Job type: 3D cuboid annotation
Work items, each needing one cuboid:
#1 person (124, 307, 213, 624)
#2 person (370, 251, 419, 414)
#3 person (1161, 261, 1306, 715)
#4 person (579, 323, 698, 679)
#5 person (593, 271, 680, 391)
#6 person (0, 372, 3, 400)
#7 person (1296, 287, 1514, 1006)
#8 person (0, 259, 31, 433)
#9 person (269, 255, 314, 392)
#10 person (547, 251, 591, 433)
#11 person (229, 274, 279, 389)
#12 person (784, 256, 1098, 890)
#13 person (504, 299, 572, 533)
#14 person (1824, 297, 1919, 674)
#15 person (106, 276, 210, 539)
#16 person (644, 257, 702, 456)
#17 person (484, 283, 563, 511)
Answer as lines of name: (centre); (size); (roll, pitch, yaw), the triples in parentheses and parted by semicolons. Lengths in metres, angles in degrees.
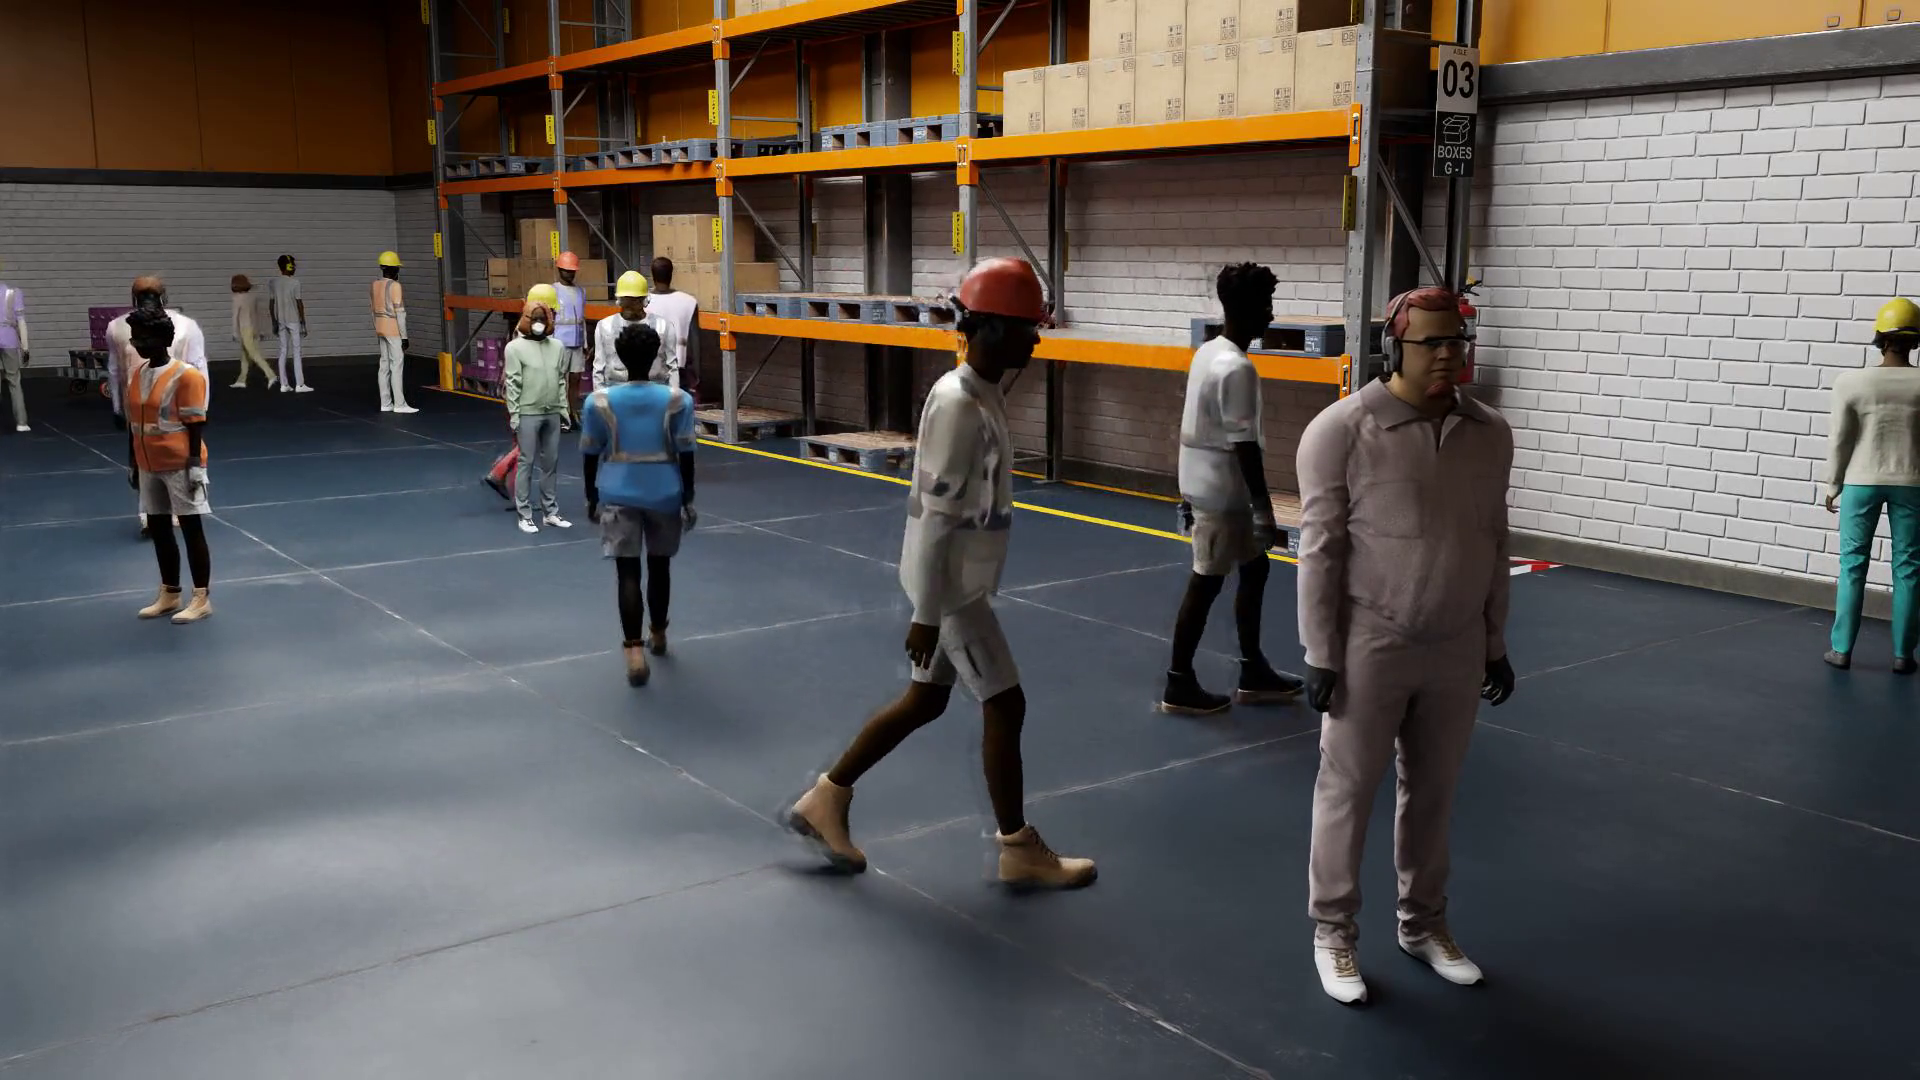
person: (-4.251, -0.397, 8.907); (0.533, 1.685, 0.334); (4, 11, 22)
person: (-6.778, -2.471, 19.847); (0.585, 1.927, 0.366); (8, 13, 37)
person: (1.236, -0.202, 7.086); (0.797, 1.935, 0.645); (0, 10, -1)
person: (-1.516, -0.197, 7.885); (0.543, 1.653, 0.862); (-2, 10, -13)
person: (-2.284, -0.975, 11.742); (0.602, 1.828, 0.404); (-1, 10, -6)
person: (-12.617, -2.766, 21.312); (0.612, 1.995, 0.382); (-10, 14, -43)
person: (1.213, 0.284, 4.473); (0.638, 1.910, 0.407); (-3, 11, -17)
person: (-10.251, -2.088, 17.705); (0.593, 1.924, 0.380); (-5, 11, -27)
person: (-9.128, -2.936, 22.630); (0.514, 1.865, 0.327); (2, 10, 13)
person: (-4.184, -2.112, 17.814); (0.374, 1.934, 0.549); (8, 13, 37)
person: (-9.900, -2.908, 23.227); (0.816, 1.599, 0.510); (2, 10, 12)
person: (-0.093, 0.116, 5.198); (0.978, 1.996, 0.624); (1, 10, 5)
person: (-2.961, -0.872, 11.713); (0.268, 1.632, 0.509); (8, 13, 37)
person: (4.362, -0.248, 7.839); (0.525, 1.772, 0.299); (4, 11, 23)
person: (-5.562, -0.924, 11.564); (0.652, 1.790, 0.947); (-4, 11, -20)
person: (-2.554, -1.489, 14.405); (0.617, 1.903, 0.460); (-3, 11, -18)
person: (-3.238, -1.050, 12.449); (0.584, 1.726, 0.565); (-2, 10, -13)
